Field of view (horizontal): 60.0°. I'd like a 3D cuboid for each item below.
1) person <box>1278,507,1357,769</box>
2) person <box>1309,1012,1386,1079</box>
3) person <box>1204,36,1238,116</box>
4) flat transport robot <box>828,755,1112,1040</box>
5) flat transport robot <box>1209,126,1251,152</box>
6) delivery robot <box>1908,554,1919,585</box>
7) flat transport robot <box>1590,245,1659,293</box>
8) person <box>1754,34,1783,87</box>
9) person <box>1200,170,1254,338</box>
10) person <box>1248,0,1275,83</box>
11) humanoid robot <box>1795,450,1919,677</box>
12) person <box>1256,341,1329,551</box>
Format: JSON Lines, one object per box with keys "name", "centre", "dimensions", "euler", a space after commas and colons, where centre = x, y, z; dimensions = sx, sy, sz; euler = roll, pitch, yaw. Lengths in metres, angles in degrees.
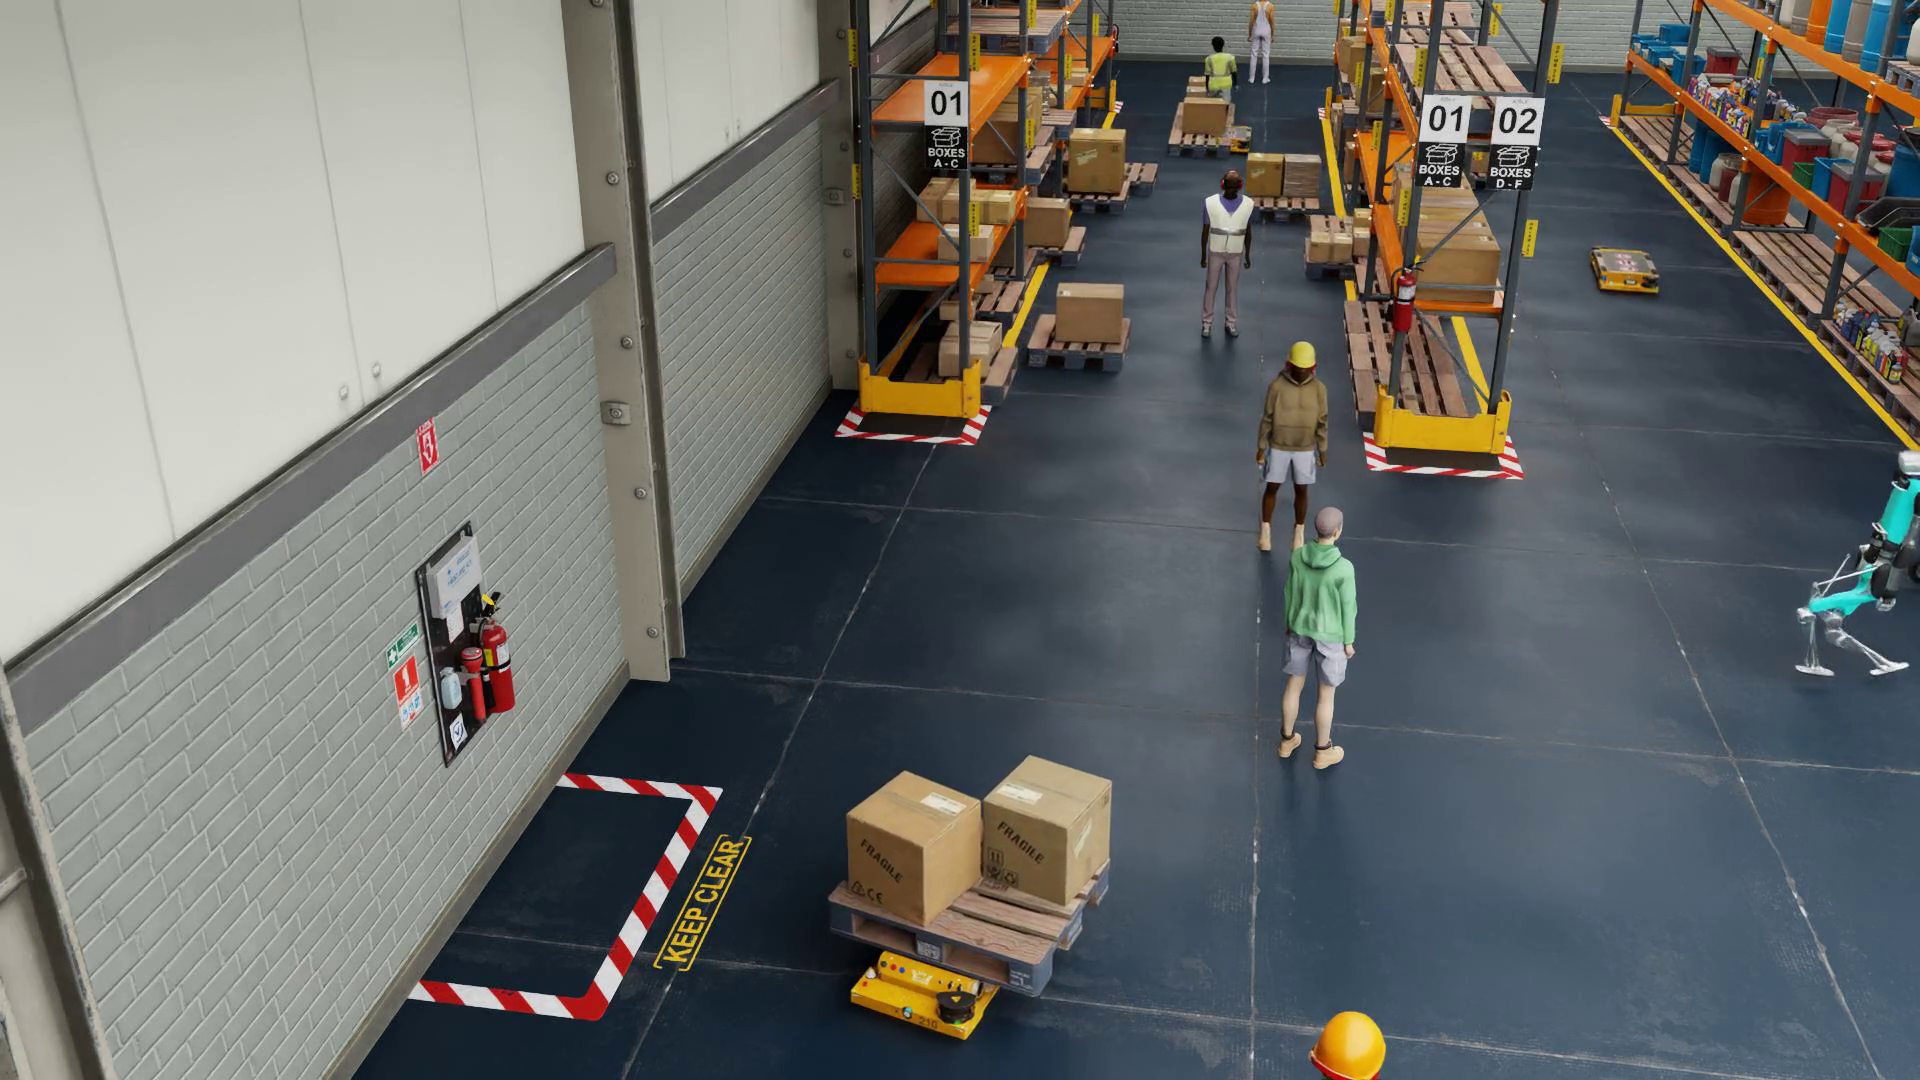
{"name": "person", "centre": [2.211, 0.609, 10.315], "dimensions": [0.469, 1.743, 0.347], "euler": [18, 30, 33]}
{"name": "person", "centre": [1.339, 2.505, 6.077], "dimensions": [0.572, 1.895, 0.357], "euler": [14, 28, 27]}
{"name": "person", "centre": [4.374, -7.617, 28.008], "dimensions": [0.570, 1.654, 0.781], "euler": [6, 26, 13]}
{"name": "flat transport robot", "centre": [0.043, 2.079, 8.908], "dimensions": [0.659, 0.231, 1.431], "euler": [12, 27, 23]}
{"name": "flat transport robot", "centre": [4.496, -6.666, 27.625], "dimensions": [0.659, 0.231, 1.431], "euler": [4, 25, 9]}
{"name": "delivery robot", "centre": [7.654, 0.211, 12.560], "dimensions": [0.782, 0.587, 0.499], "euler": [3, 25, 7]}
{"name": "flat transport robot", "centre": [8.177, -3.332, 20.489], "dimensions": [0.659, 0.231, 1.431], "euler": [6, 26, 13]}
{"name": "person", "centre": [15.836, -9.758, 32.475], "dimensions": [0.309, 1.768, 0.521], "euler": [-18, 31, -34]}
{"name": "person", "centre": [2.908, -3.133, 18.211], "dimensions": [0.562, 1.837, 0.391], "euler": [-1, 25, -3]}
{"name": "person", "centre": [5.958, -10.001, 32.881], "dimensions": [0.515, 1.861, 0.385], "euler": [6, 26, 13]}
{"name": "humanoid robot", "centre": [6.018, 0.218, 11.149], "dimensions": [0.981, 1.731, 0.538], "euler": [4, 25, 9]}
{"name": "person", "centre": [2.640, -0.749, 13.208], "dimensions": [0.556, 1.756, 0.413], "euler": [4, 25, 8]}
